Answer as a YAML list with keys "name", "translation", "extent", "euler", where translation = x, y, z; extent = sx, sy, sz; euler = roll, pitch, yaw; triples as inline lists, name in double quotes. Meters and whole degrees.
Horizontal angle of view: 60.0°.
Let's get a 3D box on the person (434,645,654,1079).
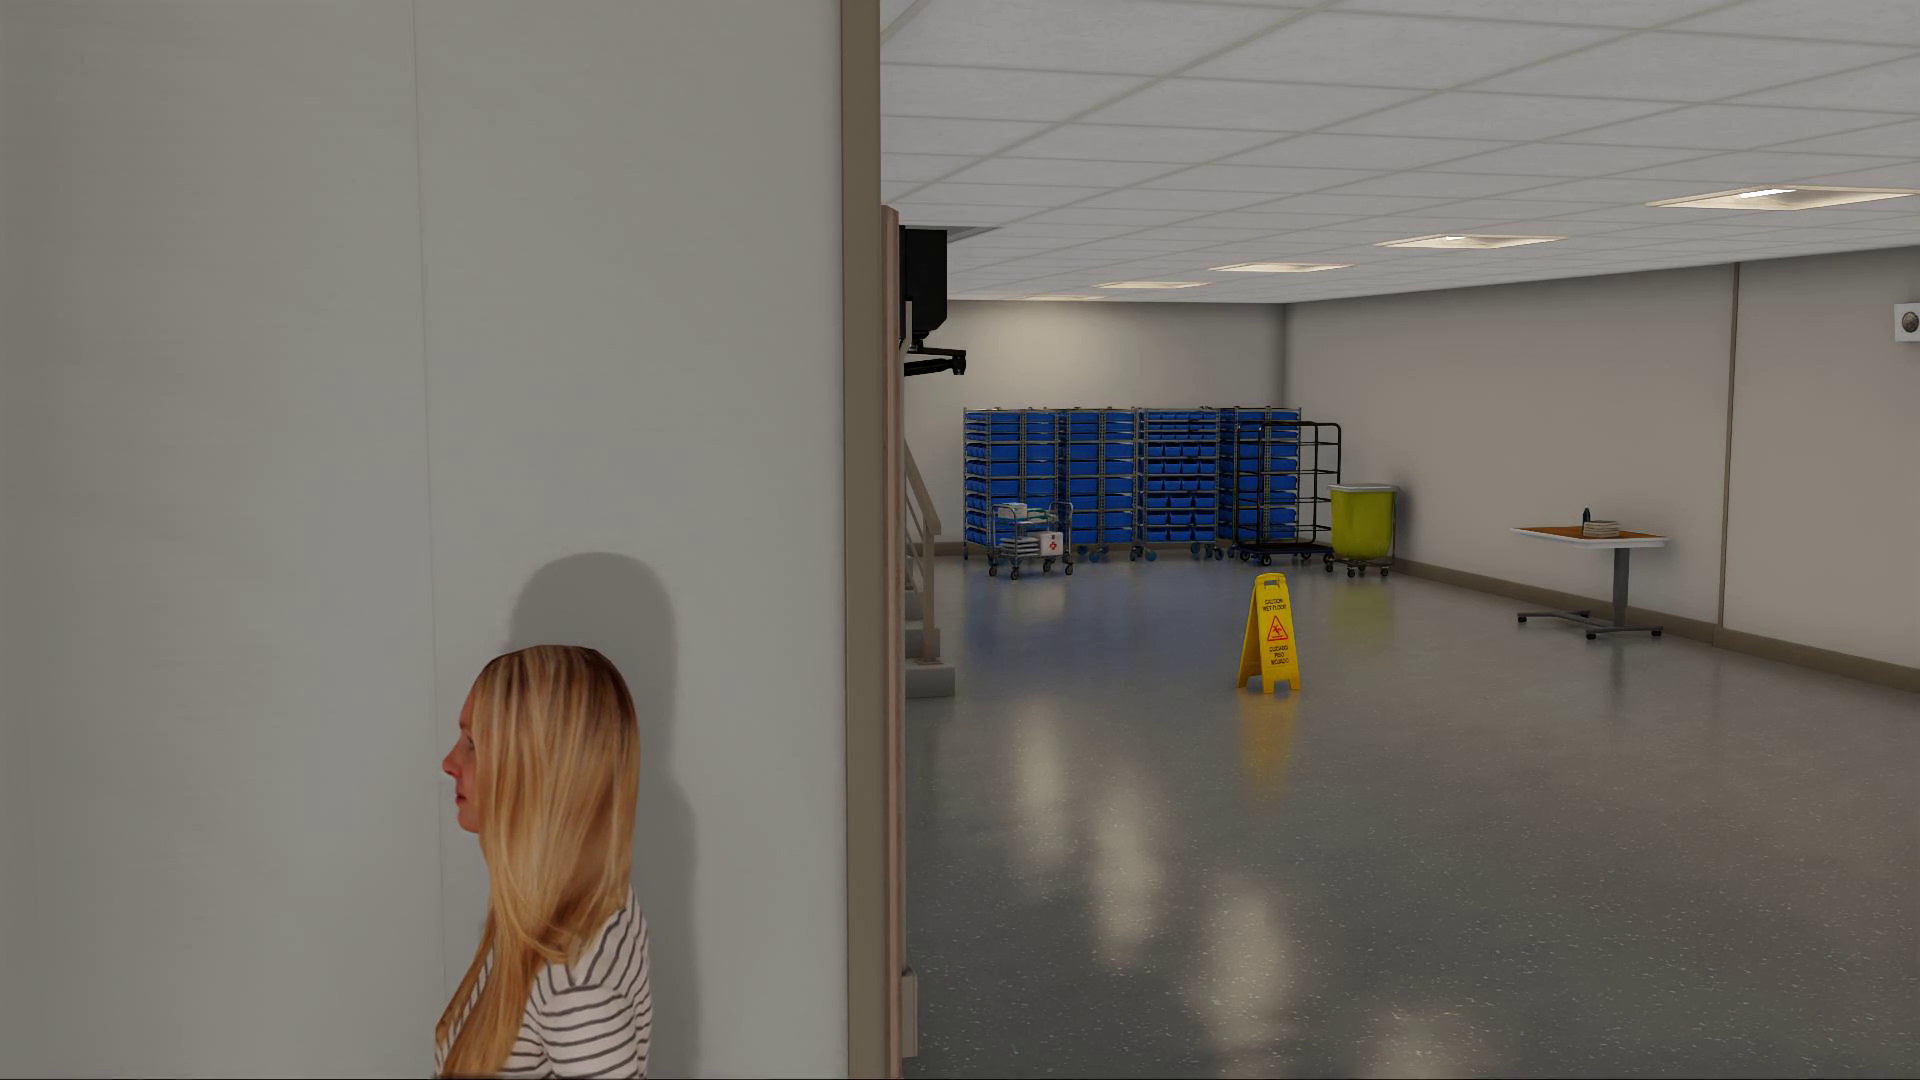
- name: "person"
  translation: [-0.470, 1.028, 2.027]
  extent: [0.686, 1.826, 0.495]
  euler: [-2, 6, -21]
